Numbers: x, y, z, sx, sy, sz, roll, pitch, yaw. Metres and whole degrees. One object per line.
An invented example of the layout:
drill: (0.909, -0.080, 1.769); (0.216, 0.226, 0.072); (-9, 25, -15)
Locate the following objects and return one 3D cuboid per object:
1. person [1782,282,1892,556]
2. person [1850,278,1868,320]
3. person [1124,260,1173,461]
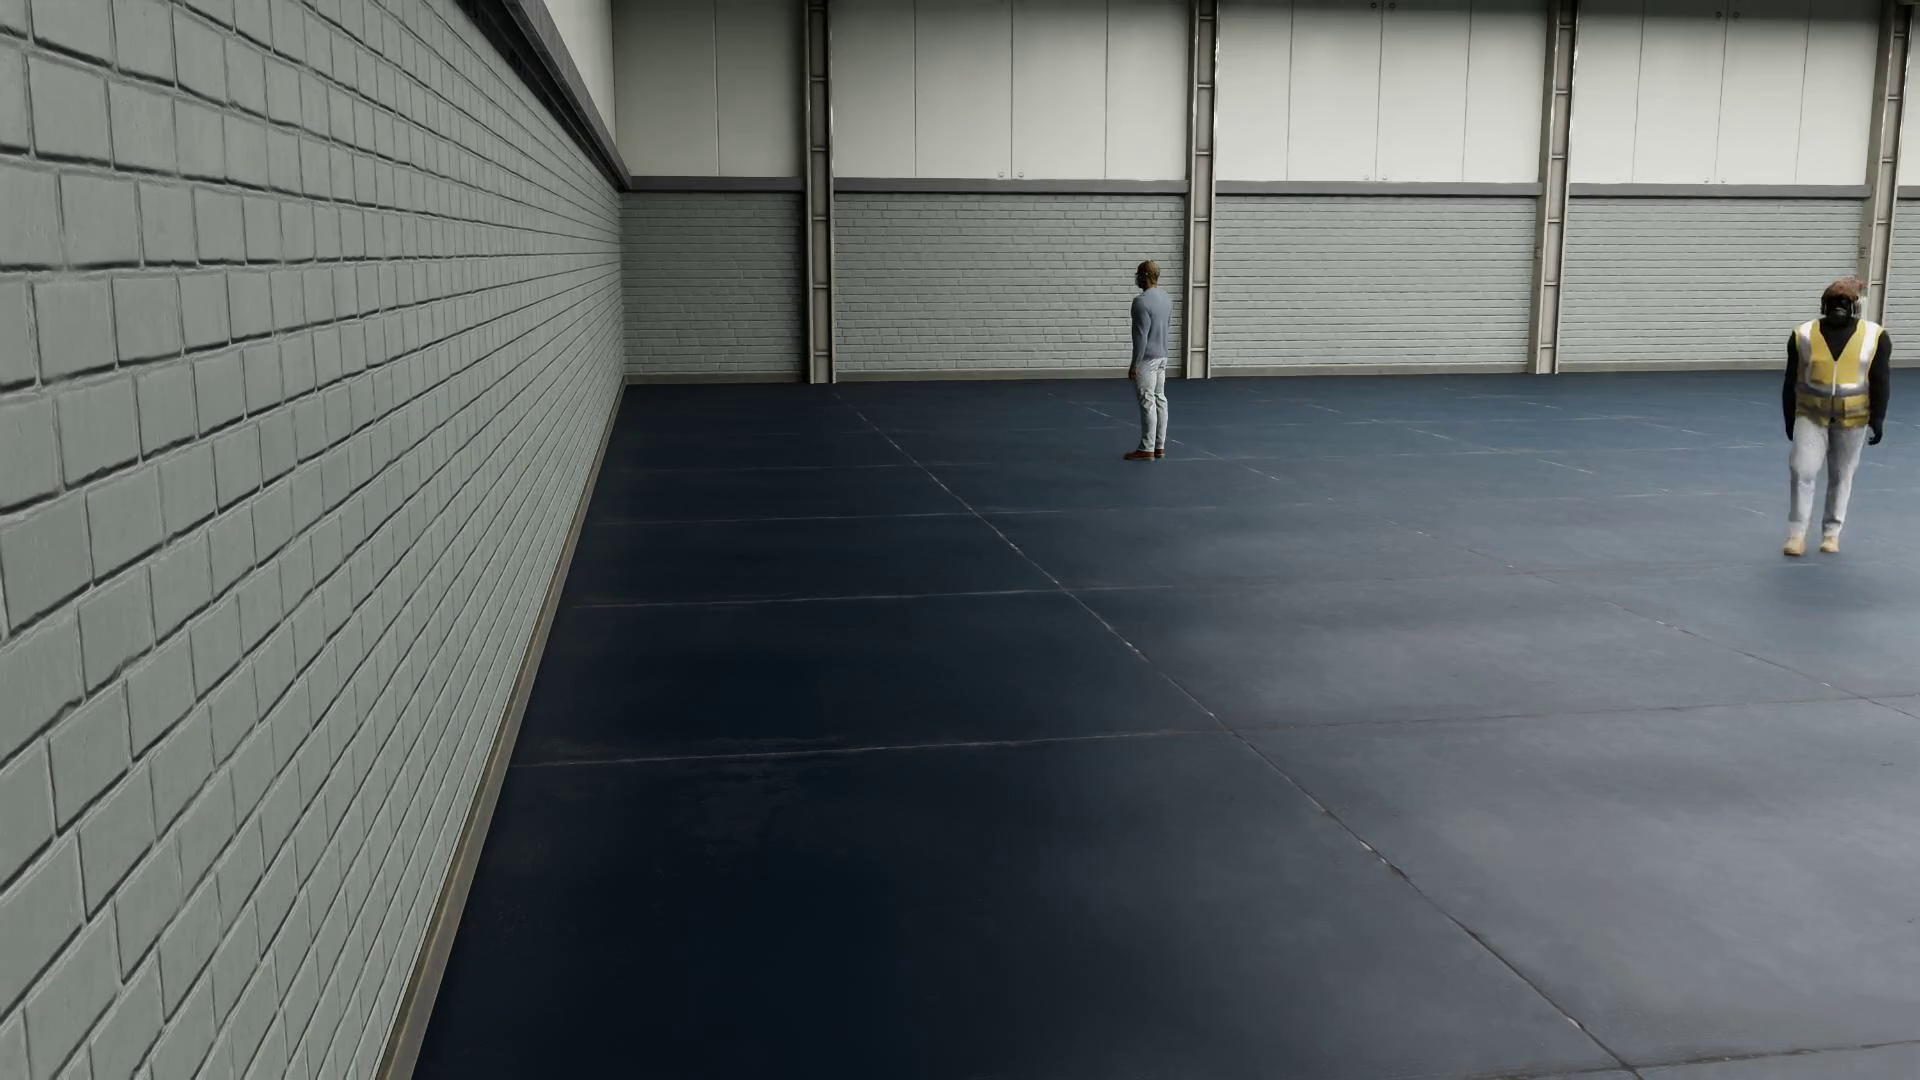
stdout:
person: (5.770, -0.781, 11.001); (0.631, 1.814, 0.791); (5, 11, 28)
person: (14.132, -3.336, 26.327); (0.853, 1.588, 0.533); (-4, 11, -23)
person: (1.824, -1.735, 16.129); (0.373, 1.940, 0.628); (6, 12, 32)
